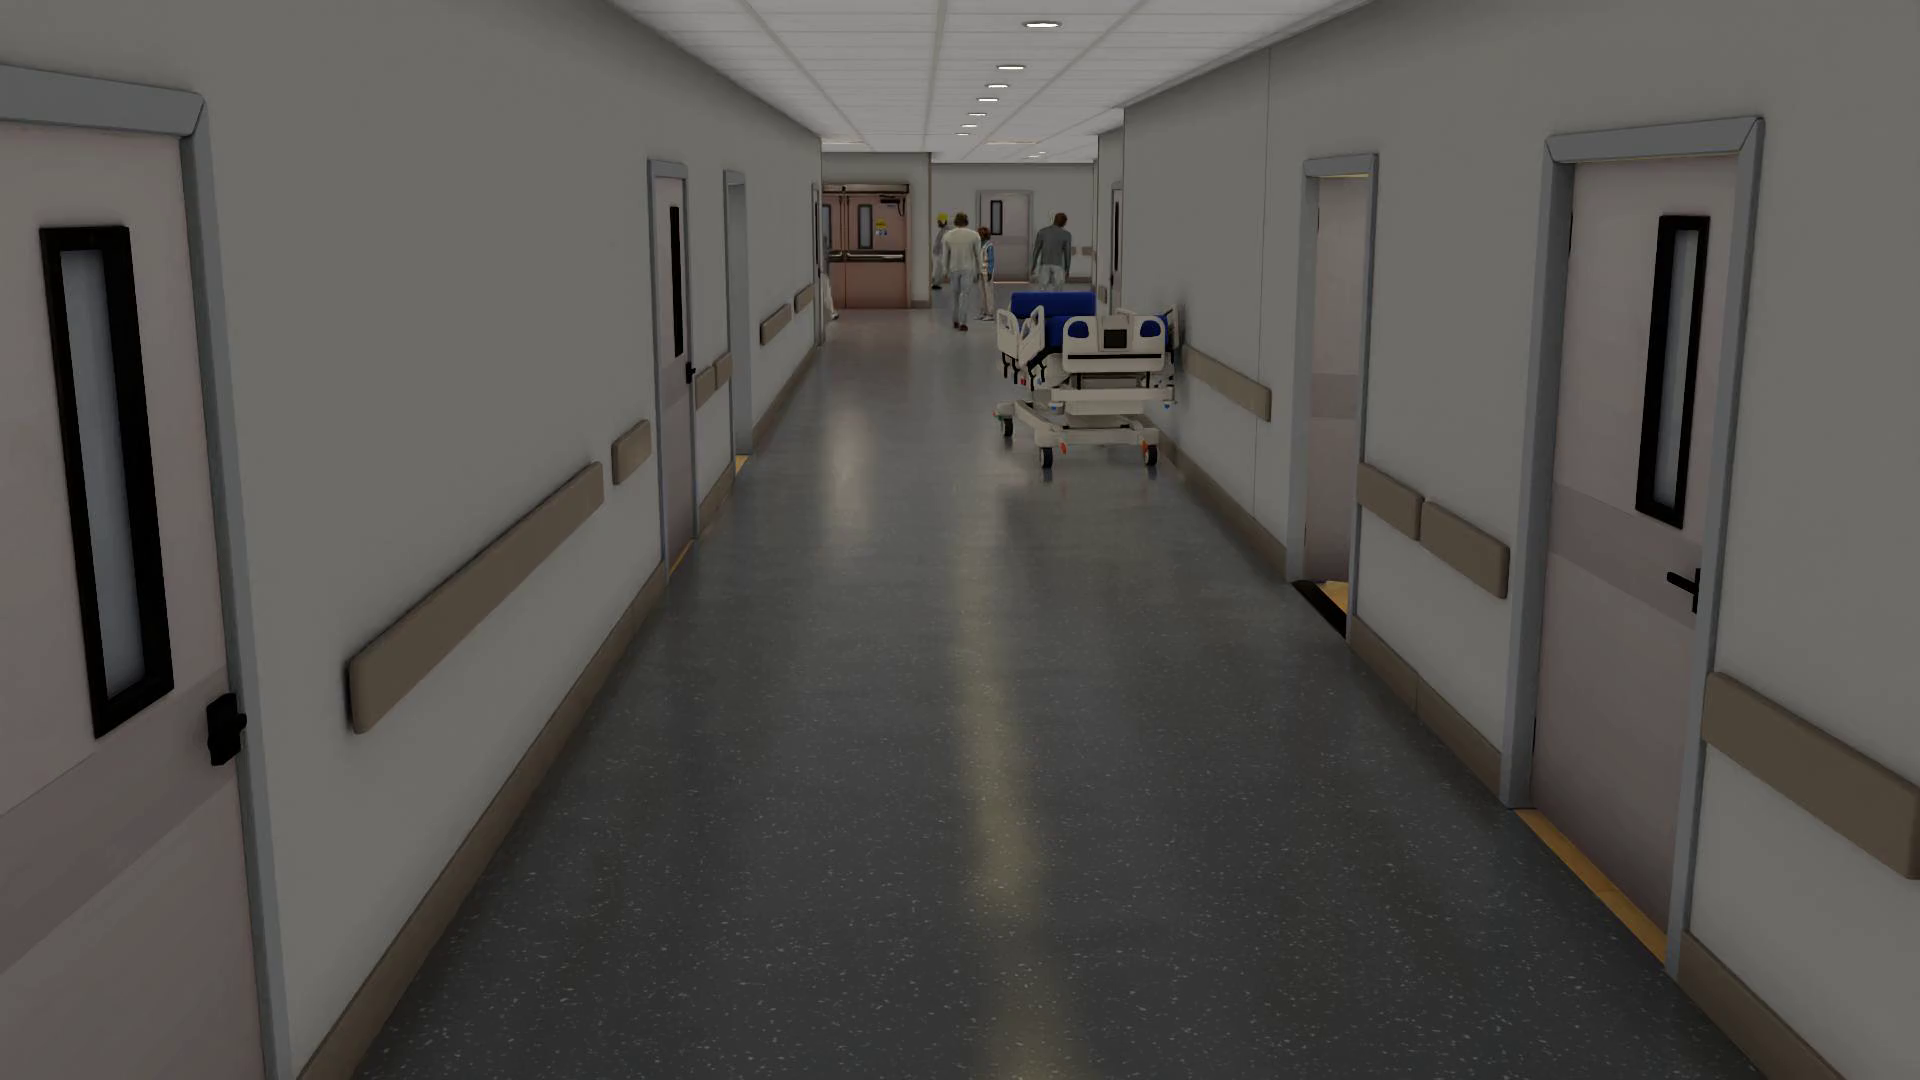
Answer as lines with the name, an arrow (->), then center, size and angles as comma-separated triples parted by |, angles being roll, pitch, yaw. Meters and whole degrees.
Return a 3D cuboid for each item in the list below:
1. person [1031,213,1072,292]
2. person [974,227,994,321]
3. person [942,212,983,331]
person -> 1.557, -4.756, 29.061 | 0.793, 1.900, 0.382 | 2, 12, 10
person -> 0.442, -4.689, 29.330 | 0.310, 1.636, 0.523 | -5, 13, -24
person -> 0.057, -4.395, 27.259 | 0.655, 1.903, 0.913 | 2, 12, 11
